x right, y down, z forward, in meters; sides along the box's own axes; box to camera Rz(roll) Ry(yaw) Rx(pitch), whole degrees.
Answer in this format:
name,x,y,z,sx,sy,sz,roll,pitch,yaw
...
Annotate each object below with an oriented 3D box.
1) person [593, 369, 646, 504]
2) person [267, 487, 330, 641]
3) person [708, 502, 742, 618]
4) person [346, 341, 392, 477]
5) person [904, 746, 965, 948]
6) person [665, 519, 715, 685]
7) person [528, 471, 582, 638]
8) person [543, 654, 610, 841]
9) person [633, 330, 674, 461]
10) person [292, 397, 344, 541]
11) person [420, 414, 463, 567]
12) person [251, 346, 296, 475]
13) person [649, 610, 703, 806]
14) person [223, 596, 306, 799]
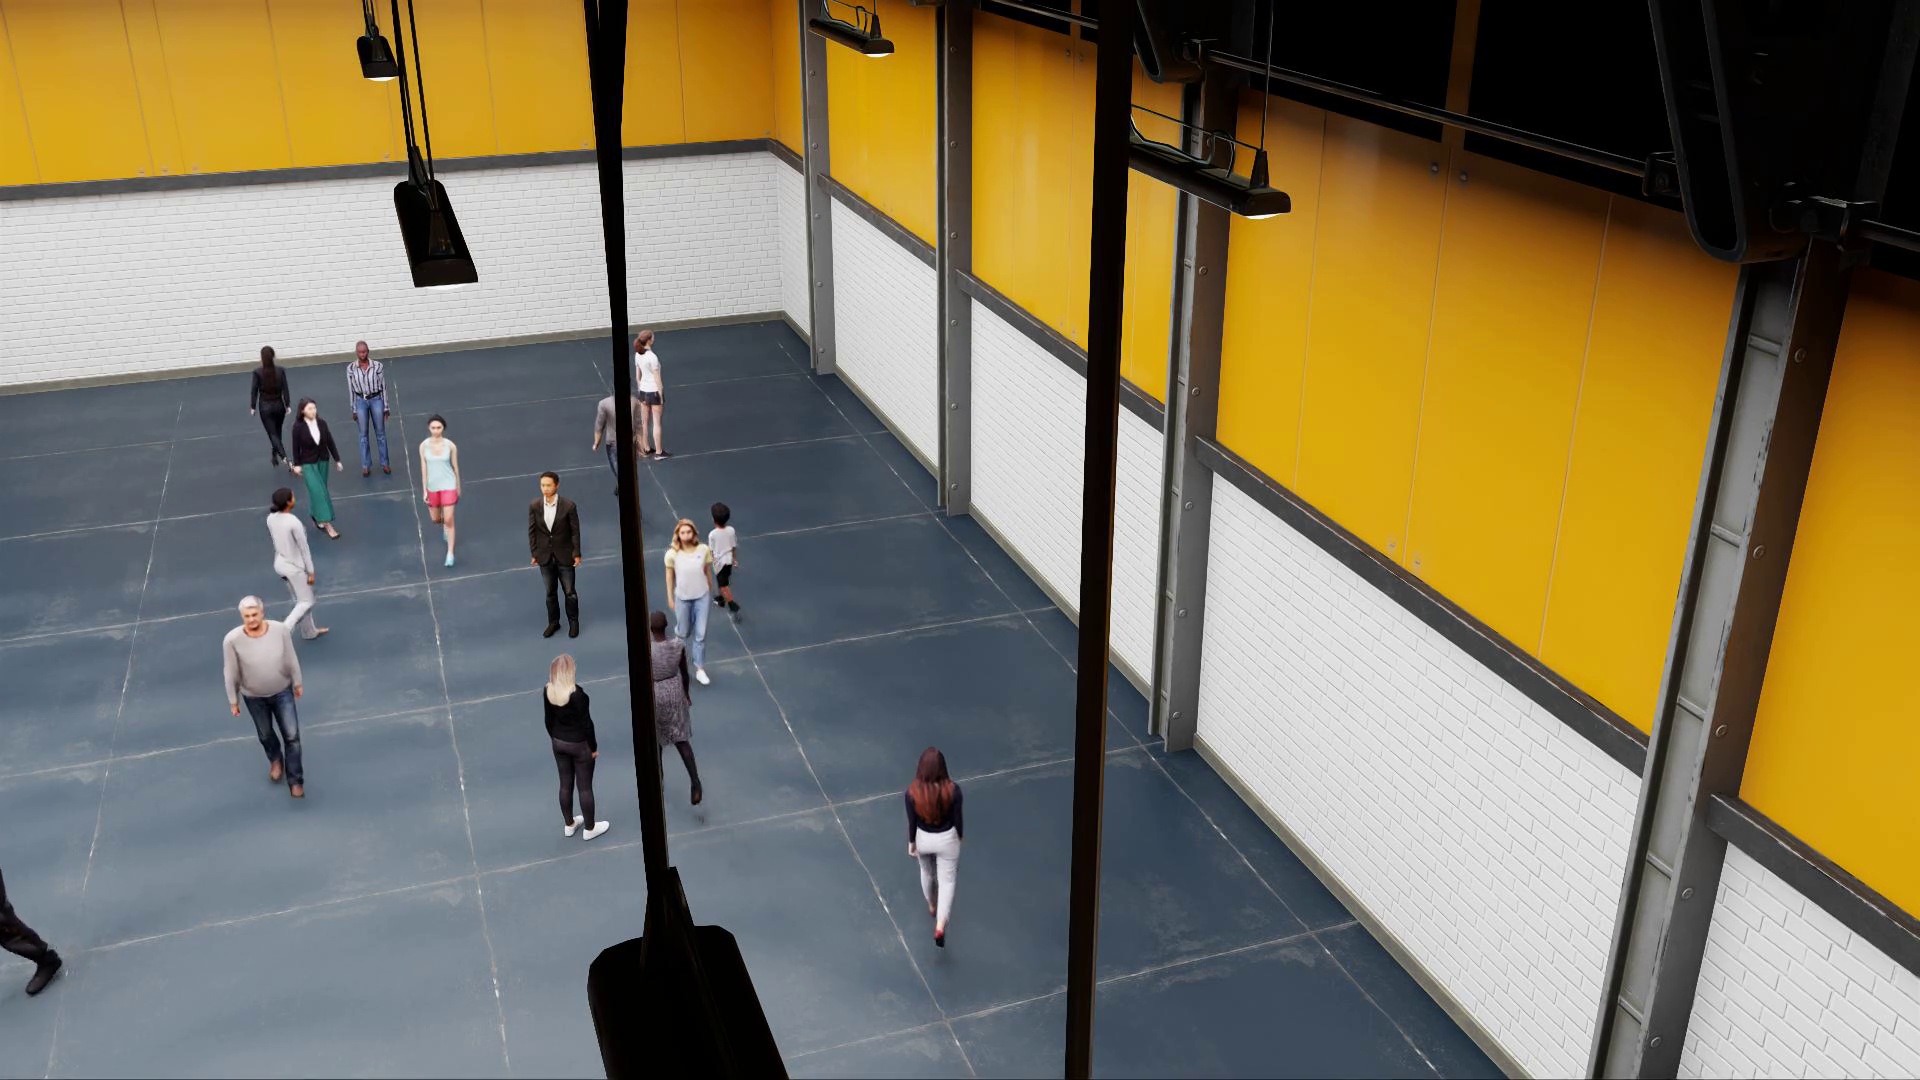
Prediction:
name,x,y,z,sx,sy,sz,roll,pitch,yaw
person,-4.029,-1.061,19.943,0.862,1.855,1.278,-13,27,-28
person,-6.856,0.319,16.958,1.018,1.717,1.051,13,27,27
person,-2.512,0.222,17.769,0.657,1.244,0.906,-18,29,-35
person,-7.645,-1.716,21.515,0.618,1.796,0.515,-8,25,-18
person,-0.175,2.319,12.549,0.874,1.584,1.096,2,24,5
person,-2.683,0.556,16.430,0.688,1.705,1.024,-11,26,-24
person,-4.192,0.135,17.270,0.749,1.803,0.682,1,24,1
person,-3.223,1.714,13.805,0.683,1.686,0.743,11,26,23
person,-4.111,-1.931,22.062,0.646,1.752,0.728,17,29,33
person,-7.677,-0.867,19.682,1.083,1.708,0.943,18,29,35
person,-5.924,-0.602,19.024,0.721,1.751,0.998,-3,24,-7
person,-8.841,-1.631,21.472,0.771,1.674,1.103,-16,28,-32
person,-2.480,1.473,14.270,0.780,1.757,1.180,-13,27,-28
person,-6.052,1.305,14.527,0.790,1.858,1.158,-10,26,-22
